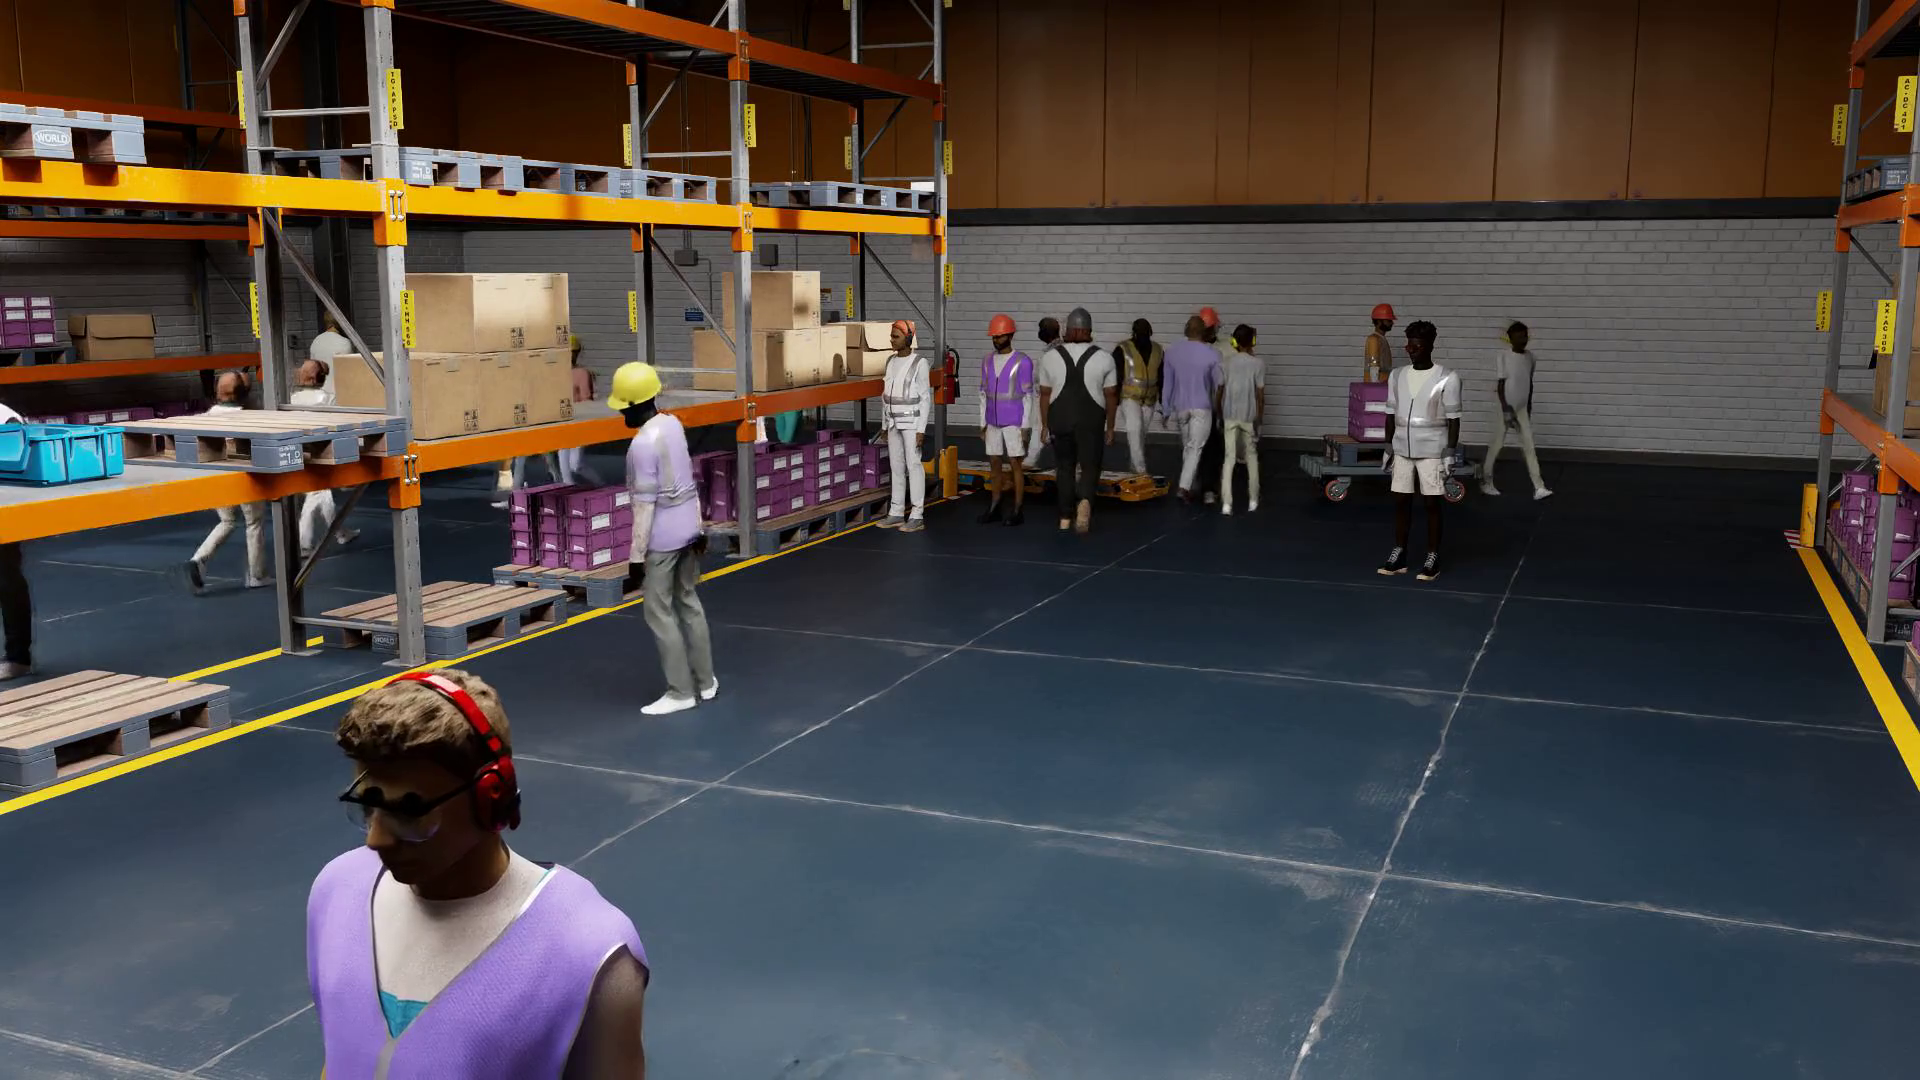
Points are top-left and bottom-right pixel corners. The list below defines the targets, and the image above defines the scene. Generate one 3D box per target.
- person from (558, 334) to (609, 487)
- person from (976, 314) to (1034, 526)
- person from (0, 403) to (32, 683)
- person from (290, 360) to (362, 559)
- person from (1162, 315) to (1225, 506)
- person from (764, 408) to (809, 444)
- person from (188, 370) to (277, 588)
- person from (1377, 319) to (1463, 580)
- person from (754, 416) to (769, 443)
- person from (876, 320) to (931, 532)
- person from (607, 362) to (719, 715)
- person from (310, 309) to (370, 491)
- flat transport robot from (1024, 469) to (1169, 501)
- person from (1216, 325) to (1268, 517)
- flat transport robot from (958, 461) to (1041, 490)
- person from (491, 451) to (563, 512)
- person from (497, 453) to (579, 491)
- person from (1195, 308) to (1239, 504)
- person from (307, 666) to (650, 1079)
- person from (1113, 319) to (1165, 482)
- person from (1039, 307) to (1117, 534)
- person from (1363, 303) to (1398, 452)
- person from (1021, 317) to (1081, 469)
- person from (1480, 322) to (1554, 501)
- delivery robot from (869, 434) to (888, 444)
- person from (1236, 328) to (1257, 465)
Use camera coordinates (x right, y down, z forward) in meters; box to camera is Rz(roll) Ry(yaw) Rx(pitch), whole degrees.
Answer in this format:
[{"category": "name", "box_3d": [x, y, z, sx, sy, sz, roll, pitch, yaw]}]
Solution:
[{"category": "person", "box_3d": [-3.565, -1.051, 15.475, 0.531, 1.751, 0.492, 8, 12, 41]}, {"category": "person", "box_3d": [0.391, -1.089, 15.159, 0.551, 1.932, 0.378, 7, 12, 35]}, {"category": "person", "box_3d": [-5.536, -0.106, 9.293, 0.620, 1.900, 0.660, 3, 10, 16]}, {"category": "person", "box_3d": [-5.196, -0.670, 13.634, 0.514, 1.598, 0.848, 4, 10, 25]}, {"category": "person", "box_3d": [2.309, -1.292, 16.557, 0.645, 1.891, 1.008, 6, 11, 30]}, {"category": "person", "box_3d": [-1.769, -1.317, 17.050, 0.572, 1.751, 0.441, 8, 12, 39]}, {"category": "person", "box_3d": [-5.286, -0.418, 12.047, 0.515, 1.616, 0.599, 4, 10, 25]}, {"category": "person", "box_3d": [3.472, -0.679, 12.577, 0.611, 1.964, 0.364, 9, 13, 43]}, {"category": "person", "box_3d": [-2.380, -1.879, 20.106, 0.863, 1.872, 0.680, 7, 12, 38]}, {"category": "person", "box_3d": [-0.504, -1.016, 14.878, 0.355, 1.883, 0.573, -9, 13, -42]}, {"category": "person", "box_3d": [-1.553, -0.018, 8.860, 0.445, 1.875, 0.758, 2, 10, 12]}, {"category": "person", "box_3d": [-6.574, -1.486, 17.555, 0.628, 1.940, 0.378, 7, 12, 36]}, {"category": "flat transport robot", "box_3d": [1.360, -0.581, 17.110, 1.431, 0.197, 0.652, 6, 11, 33]}, {"category": "person", "box_3d": [2.657, -1.134, 15.803, 0.500, 1.823, 0.932, 2, 10, 13]}, {"category": "flat transport robot", "box_3d": [0.144, -0.708, 17.883, 1.431, 0.197, 0.652, 8, 12, 39]}, {"category": "person", "box_3d": [-4.111, -1.058, 16.015, 0.514, 1.585, 0.847, 7, 12, 36]}, {"category": "person", "box_3d": [-4.476, -1.525, 17.571, 0.989, 2.004, 0.646, -4, 10, -22]}, {"category": "person", "box_3d": [2.529, -1.355, 16.787, 0.653, 1.946, 0.736, -1, 9, -6]}, {"category": "person", "box_3d": [-0.681, 1.071, 2.364, 0.564, 1.839, 0.390, 4, 10, 25]}, {"category": "person", "box_3d": [1.989, -1.513, 18.180, 0.685, 1.790, 0.863, -4, 10, -23]}, {"category": "person", "box_3d": [1.038, -1.065, 14.697, 0.693, 2.000, 0.825, 2, 10, 12]}, {"category": "person", "box_3d": [4.806, -1.733, 19.053, 0.360, 1.938, 0.545, 3, 10, 20]}, {"category": "person", "box_3d": [1.105, -1.647, 18.995, 0.962, 1.796, 0.651, 0, 9, 2]}, {"category": "person", "box_3d": [5.639, -1.303, 16.870, 0.501, 1.802, 0.993, -2, 10, -14]}, {"category": "delivery robot", "box_3d": [-0.835, -0.988, 18.440, 0.707, 0.478, 0.477, 4, 10, 22]}, {"category": "person", "box_3d": [3.405, -1.716, 19.832, 0.305, 1.645, 0.522, 0, 9, 1]}]
